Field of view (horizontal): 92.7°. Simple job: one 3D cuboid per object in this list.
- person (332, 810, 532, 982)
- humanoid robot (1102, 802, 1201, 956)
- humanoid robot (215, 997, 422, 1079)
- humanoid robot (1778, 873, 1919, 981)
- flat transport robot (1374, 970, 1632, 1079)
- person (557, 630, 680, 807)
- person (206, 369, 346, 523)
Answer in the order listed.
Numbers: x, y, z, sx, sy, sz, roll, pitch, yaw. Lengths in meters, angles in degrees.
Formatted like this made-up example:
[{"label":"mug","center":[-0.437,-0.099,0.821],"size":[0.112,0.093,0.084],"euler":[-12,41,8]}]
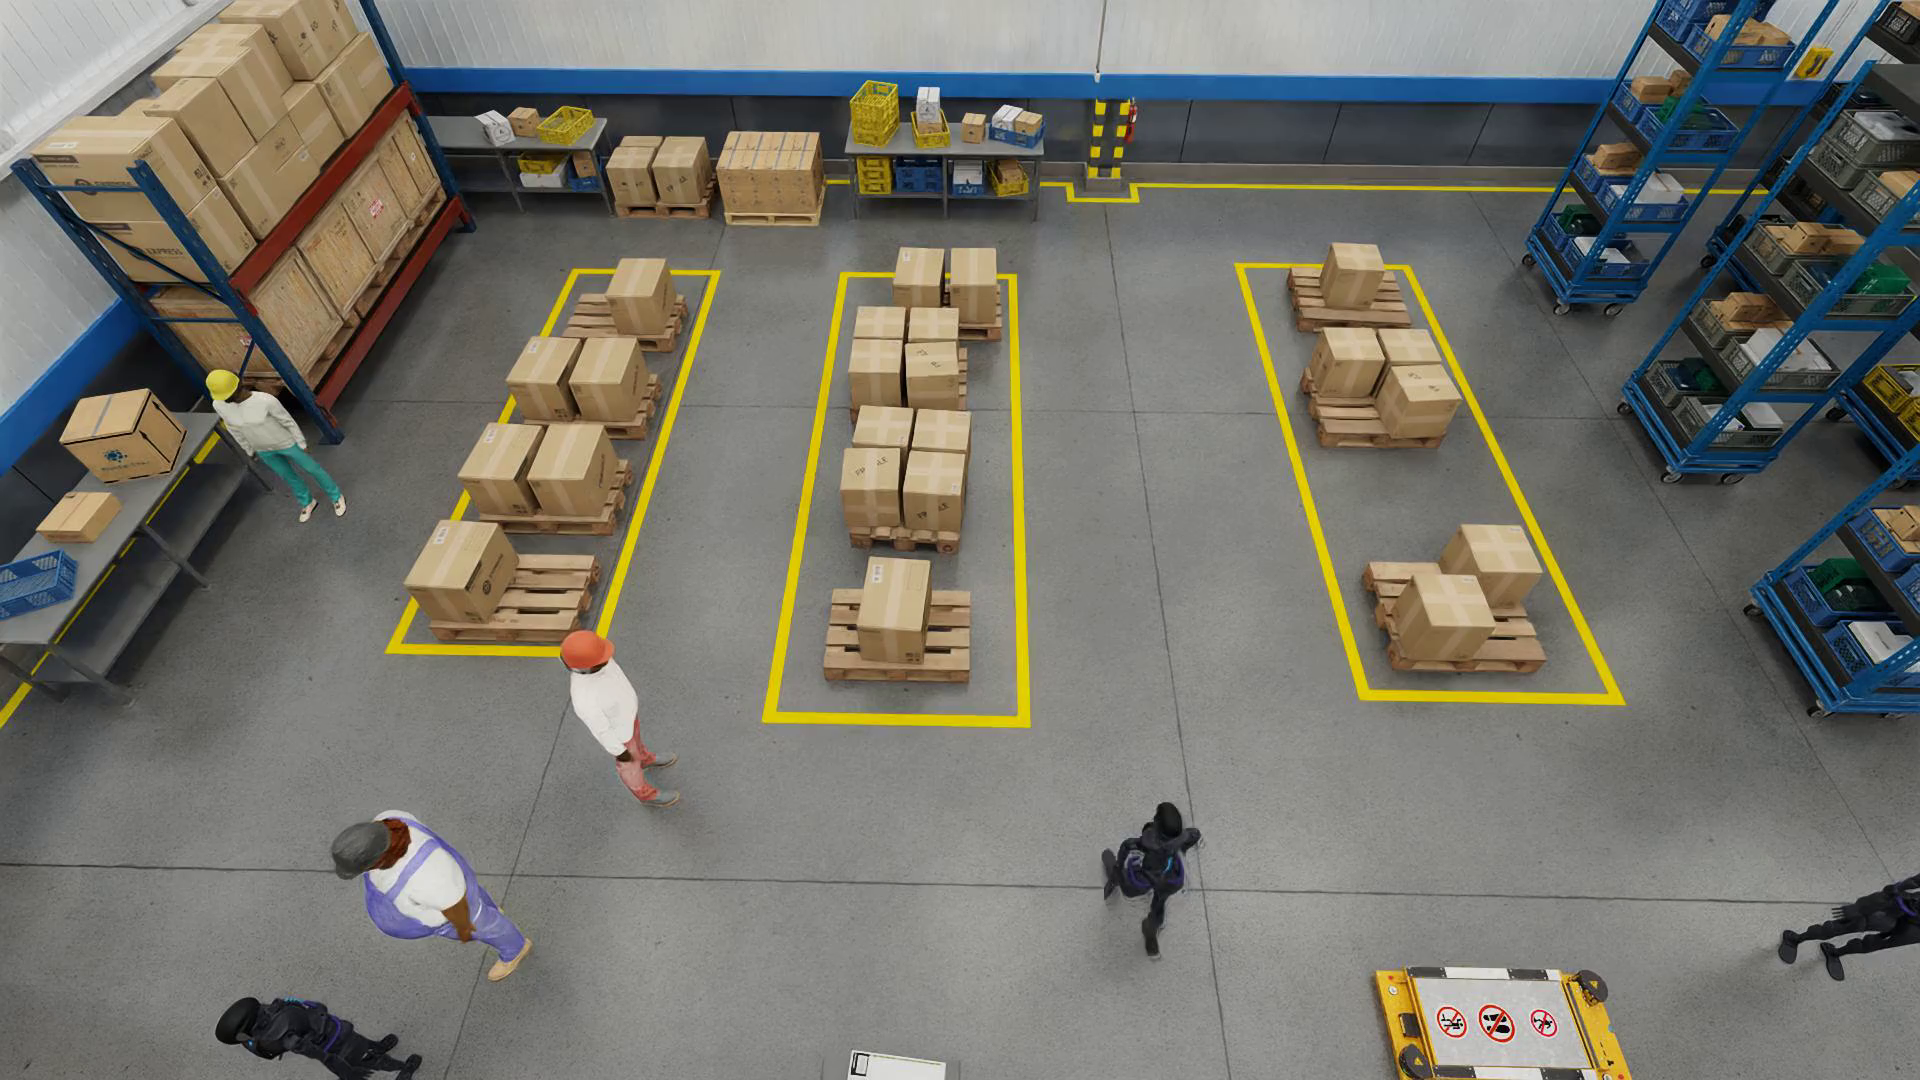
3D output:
[{"label":"person","center":[-3.210,2.182,5.565],"size":[0.677,2.000,0.537],"euler":[35,59,25]},{"label":"humanoid robot","center":[1.222,2.102,5.893],"size":[0.604,1.638,0.668],"euler":[-4,51,-3]},{"label":"humanoid robot","center":[-3.657,2.881,5.227],"size":[0.578,1.655,0.340],"euler":[20,54,16]},{"label":"humanoid robot","center":[5.853,2.351,5.650],"size":[0.605,1.660,0.316],"euler":[19,53,15]},{"label":"flat transport robot","center":[3.501,3.133,5.914],"size":[1.431,0.197,0.652],"euler":[1,51,1]},{"label":"person","center":[-2.360,1.232,6.369],"size":[0.387,1.995,0.611],"euler":[-8,51,-7]},{"label":"person","center":[-6.126,-0.836,8.206],"size":[0.523,1.759,0.325],"euler":[-9,51,-7]}]
